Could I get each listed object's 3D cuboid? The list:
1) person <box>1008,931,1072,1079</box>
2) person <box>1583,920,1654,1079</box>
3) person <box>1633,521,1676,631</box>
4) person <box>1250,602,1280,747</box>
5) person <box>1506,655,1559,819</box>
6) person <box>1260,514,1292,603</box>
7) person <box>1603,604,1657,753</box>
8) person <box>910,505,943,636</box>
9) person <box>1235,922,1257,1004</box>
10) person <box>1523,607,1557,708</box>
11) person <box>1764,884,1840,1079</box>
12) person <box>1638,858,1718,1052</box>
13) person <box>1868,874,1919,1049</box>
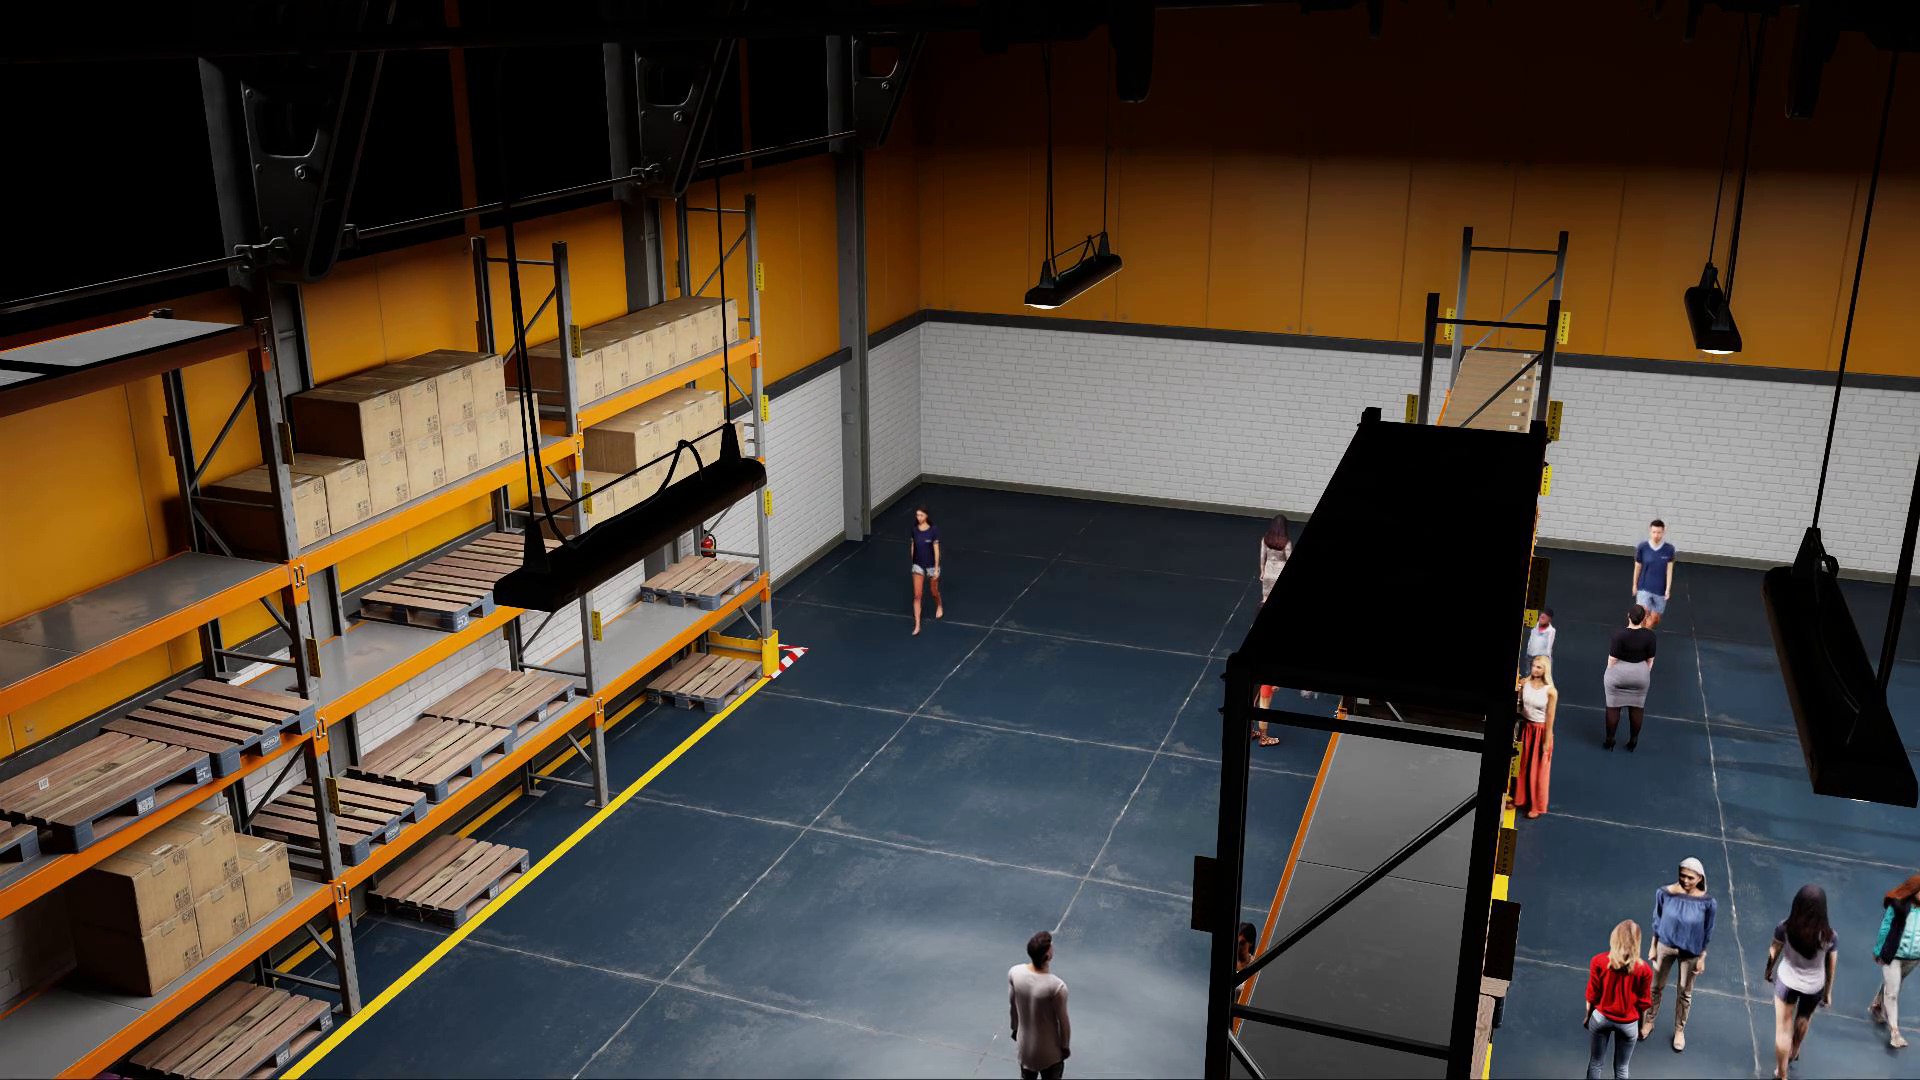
[{"bbox_3d":[0.592,3.707,12.318,0.725,1.840,0.660,13,23,34],"label":"person"},{"bbox_3d":[4.981,3.663,12.662,0.623,1.704,0.492,7,20,21],"label":"person"},{"bbox_3d":[8.971,0.612,21.541,0.644,1.819,1.085,6,19,16],"label":"person"},{"bbox_3d":[3.457,1.519,19.006,0.713,1.719,0.671,-11,21,-29],"label":"person"},{"bbox_3d":[6.006,2.030,17.361,0.758,1.800,0.726,-14,23,-36],"label":"person"},{"bbox_3d":[4.170,0.501,21.987,0.645,1.746,0.603,13,22,33],"label":"person"},{"bbox_3d":[7.566,1.560,18.821,0.731,1.760,0.696,2,19,6],"label":"person"},{"bbox_3d":[-0.420,0.361,22.422,0.639,1.732,1.105,5,19,14],"label":"person"},{"bbox_3d":[2.123,3.663,12.751,0.569,1.647,0.532,8,20,22],"label":"person"},{"bbox_3d":[7.036,1.390,20.121,0.824,1.251,0.754,-10,21,-26],"label":"person"},{"bbox_3d":[6.599,3.534,13.074,0.630,1.686,0.848,7,20,21],"label":"person"},{"bbox_3d":[5.871,3.356,13.587,0.653,1.697,0.616,11,21,28],"label":"person"},{"bbox_3d":[7.779,3.398,13.815,0.776,1.470,1.003,0,19,1],"label":"person"}]
